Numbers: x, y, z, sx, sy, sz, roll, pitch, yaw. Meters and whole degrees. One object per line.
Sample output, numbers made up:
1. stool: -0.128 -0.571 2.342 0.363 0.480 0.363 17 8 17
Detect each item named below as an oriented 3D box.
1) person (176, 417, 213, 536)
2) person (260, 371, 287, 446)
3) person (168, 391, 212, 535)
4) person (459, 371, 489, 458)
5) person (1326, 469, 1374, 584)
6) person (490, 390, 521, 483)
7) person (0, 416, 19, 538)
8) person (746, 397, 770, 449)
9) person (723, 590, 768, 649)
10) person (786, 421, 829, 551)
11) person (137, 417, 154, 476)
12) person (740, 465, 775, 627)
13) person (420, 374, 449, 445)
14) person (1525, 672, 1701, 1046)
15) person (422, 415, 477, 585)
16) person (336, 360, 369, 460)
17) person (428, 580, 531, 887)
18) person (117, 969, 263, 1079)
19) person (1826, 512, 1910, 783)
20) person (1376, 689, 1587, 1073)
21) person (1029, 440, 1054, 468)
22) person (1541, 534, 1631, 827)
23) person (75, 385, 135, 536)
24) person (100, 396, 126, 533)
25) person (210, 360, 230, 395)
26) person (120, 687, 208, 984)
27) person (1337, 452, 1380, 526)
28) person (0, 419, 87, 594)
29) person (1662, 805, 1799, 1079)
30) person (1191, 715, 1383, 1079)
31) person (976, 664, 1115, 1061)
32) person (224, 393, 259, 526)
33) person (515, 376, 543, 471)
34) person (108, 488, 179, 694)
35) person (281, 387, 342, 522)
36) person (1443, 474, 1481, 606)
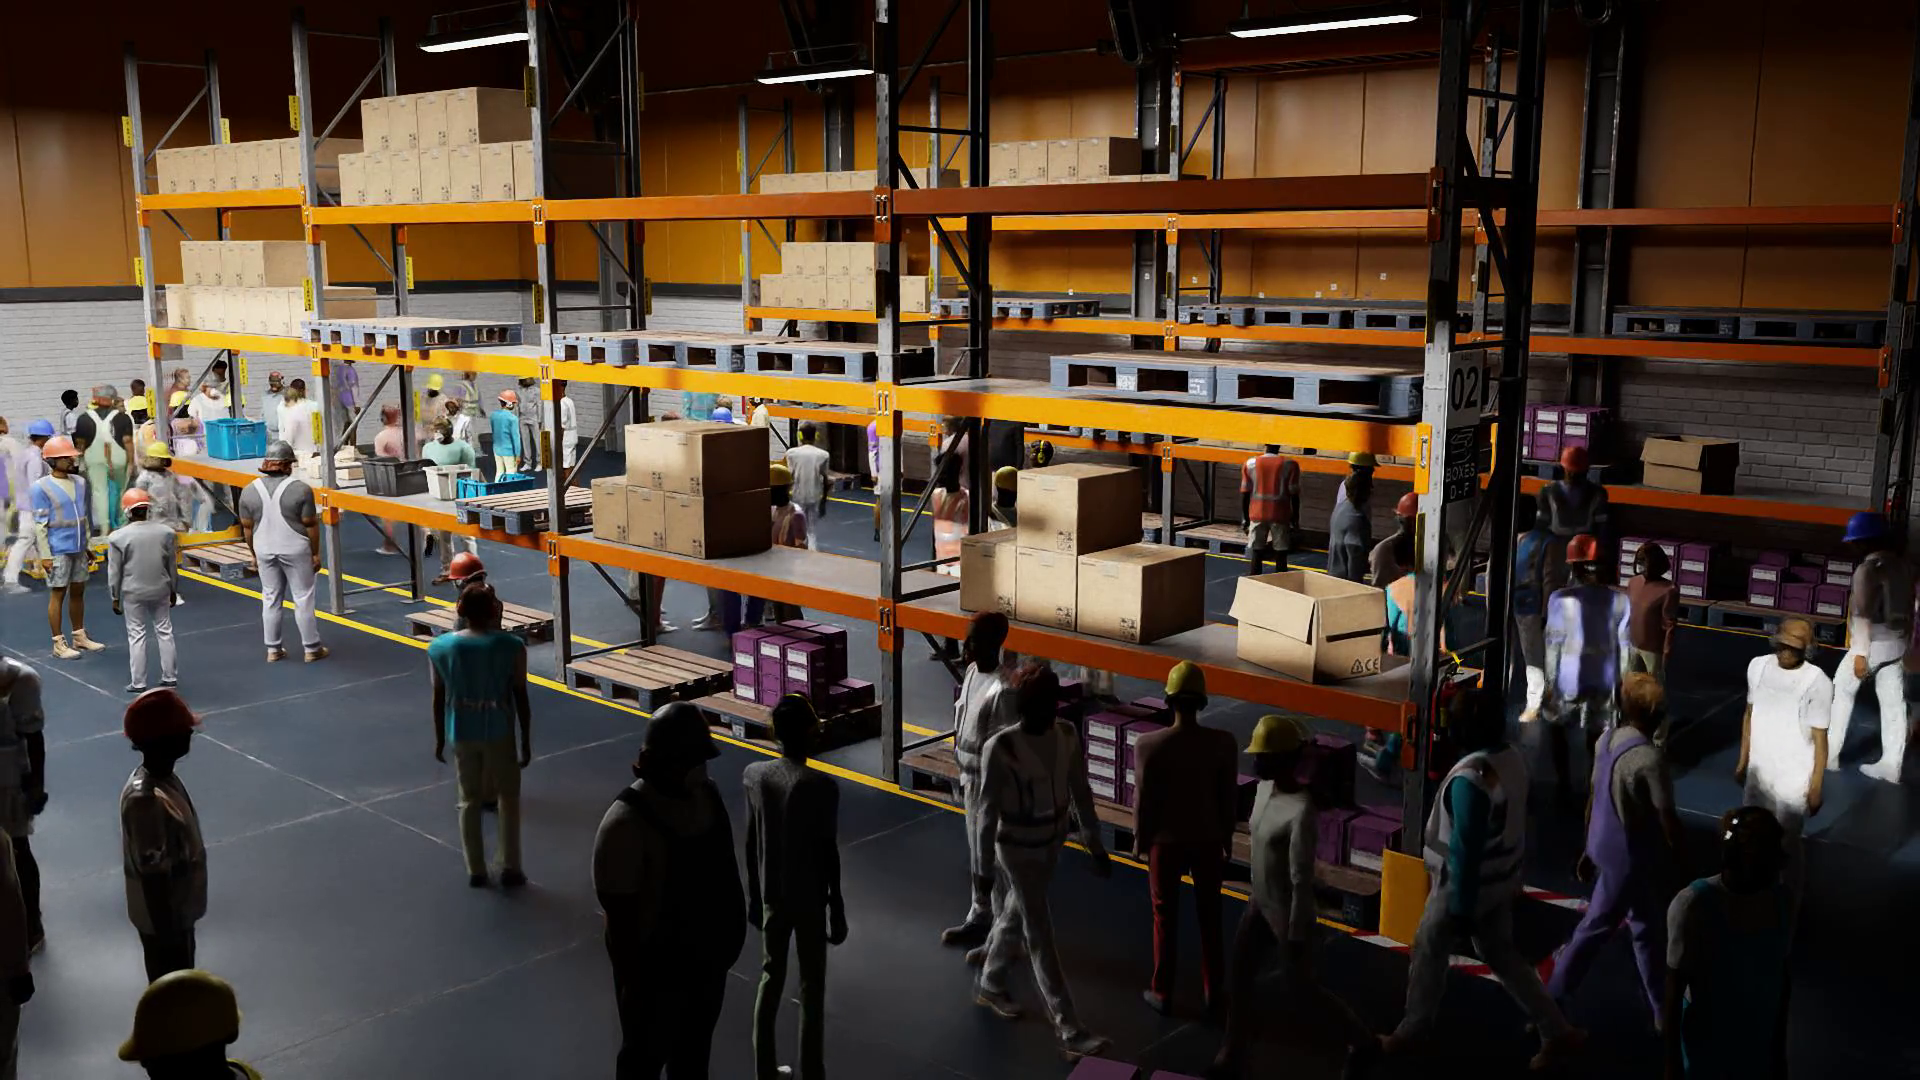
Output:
1. person: -9.705 -0.748 21.106 0.556 1.616 0.574 -7 12 -36
2. person: -10.308 -1.611 25.211 0.642 1.900 0.400 2 10 14
3. person: -10.023 -0.978 21.582 0.591 1.918 0.392 6 12 31
4. person: -8.673 -2.256 29.692 0.769 1.604 0.519 2 10 12
5. person: 3.255 0.370 13.924 0.371 1.932 0.626 0 10 0
6. person: -6.447 -1.273 23.744 0.573 1.739 0.353 7 12 36
7. person: -12.327 -0.799 21.396 0.513 1.618 0.520 0 10 1
8. person: -2.955 -1.386 24.386 0.351 1.738 0.573 -2 10 -9
9. person: -1.998 0.026 15.543 0.718 2.000 0.545 -8 13 -37
10. person: -1.737 -0.412 18.617 0.541 1.823 0.788 -2 10 -11
11. person: -10.323 -0.799 21.193 0.344 1.700 0.631 -5 11 -25
12. person: -2.063 -0.086 16.559 0.399 1.909 0.642 4 11 20
13. person: -7.896 -1.571 25.037 0.676 1.877 0.497 5 11 26
14. person: 3.135 1.518 7.850 0.949 1.787 0.540 0 10 0
15. person: -5.667 -0.431 18.477 0.643 1.927 0.384 2 10 12
16. person: -10.784 -2.440 29.477 0.373 2.043 0.615 -10 14 -43
17. person: -2.812 1.151 9.761 0.585 1.847 0.405 -1 10 -4
18. person: -1.963 2.053 4.452 0.402 1.916 0.582 -6 12 -31
19. person: 6.425 0.740 11.868 0.651 1.900 0.821 -7 12 -34
20. person: 2.398 1.564 7.565 0.904 1.808 0.634 8 13 36
21. person: 0.810 -0.071 16.577 0.328 1.872 0.508 1 10 6
22. person: 4.087 0.907 10.928 0.582 1.907 0.658 0 10 2
23. person: -11.167 -1.076 21.774 0.690 2.000 1.016 -3 11 -19
24. person: -11.064 -0.973 21.790 0.367 1.834 0.507 -2 10 -11
25. person: -11.858 -1.927 26.796 0.613 1.965 0.361 6 12 32
26. person: -3.341 1.573 7.072 0.342 1.941 0.551 -4 11 -20
27. person: 3.711 0.073 15.598 0.382 1.924 0.594 0 10 2
28. person: -10.153 -0.370 18.217 0.872 1.903 0.629 -5 11 -27
29. person: 2.746 1.823 5.977 0.502 1.837 0.351 -3 10 -14
30. person: 1.484 1.624 7.428 0.848 1.726 0.540 -3 10 -16
31. person: 0.400 1.487 7.851 0.599 1.828 0.989 -10 14 -43
32. person: -9.241 -0.951 21.383 0.585 1.929 0.370 2 10 13
33. person: -7.257 -2.018 27.974 0.490 1.734 0.326 2 10 13
34. person: -6.926 0.428 14.109 0.350 1.744 0.566 9 13 42
35. person: -8.998 -1.152 22.684 1.042 1.881 0.620 -3 10 -15
36. person: 5.178 -0.179 17.517 0.572 1.747 0.336 1 10 3
